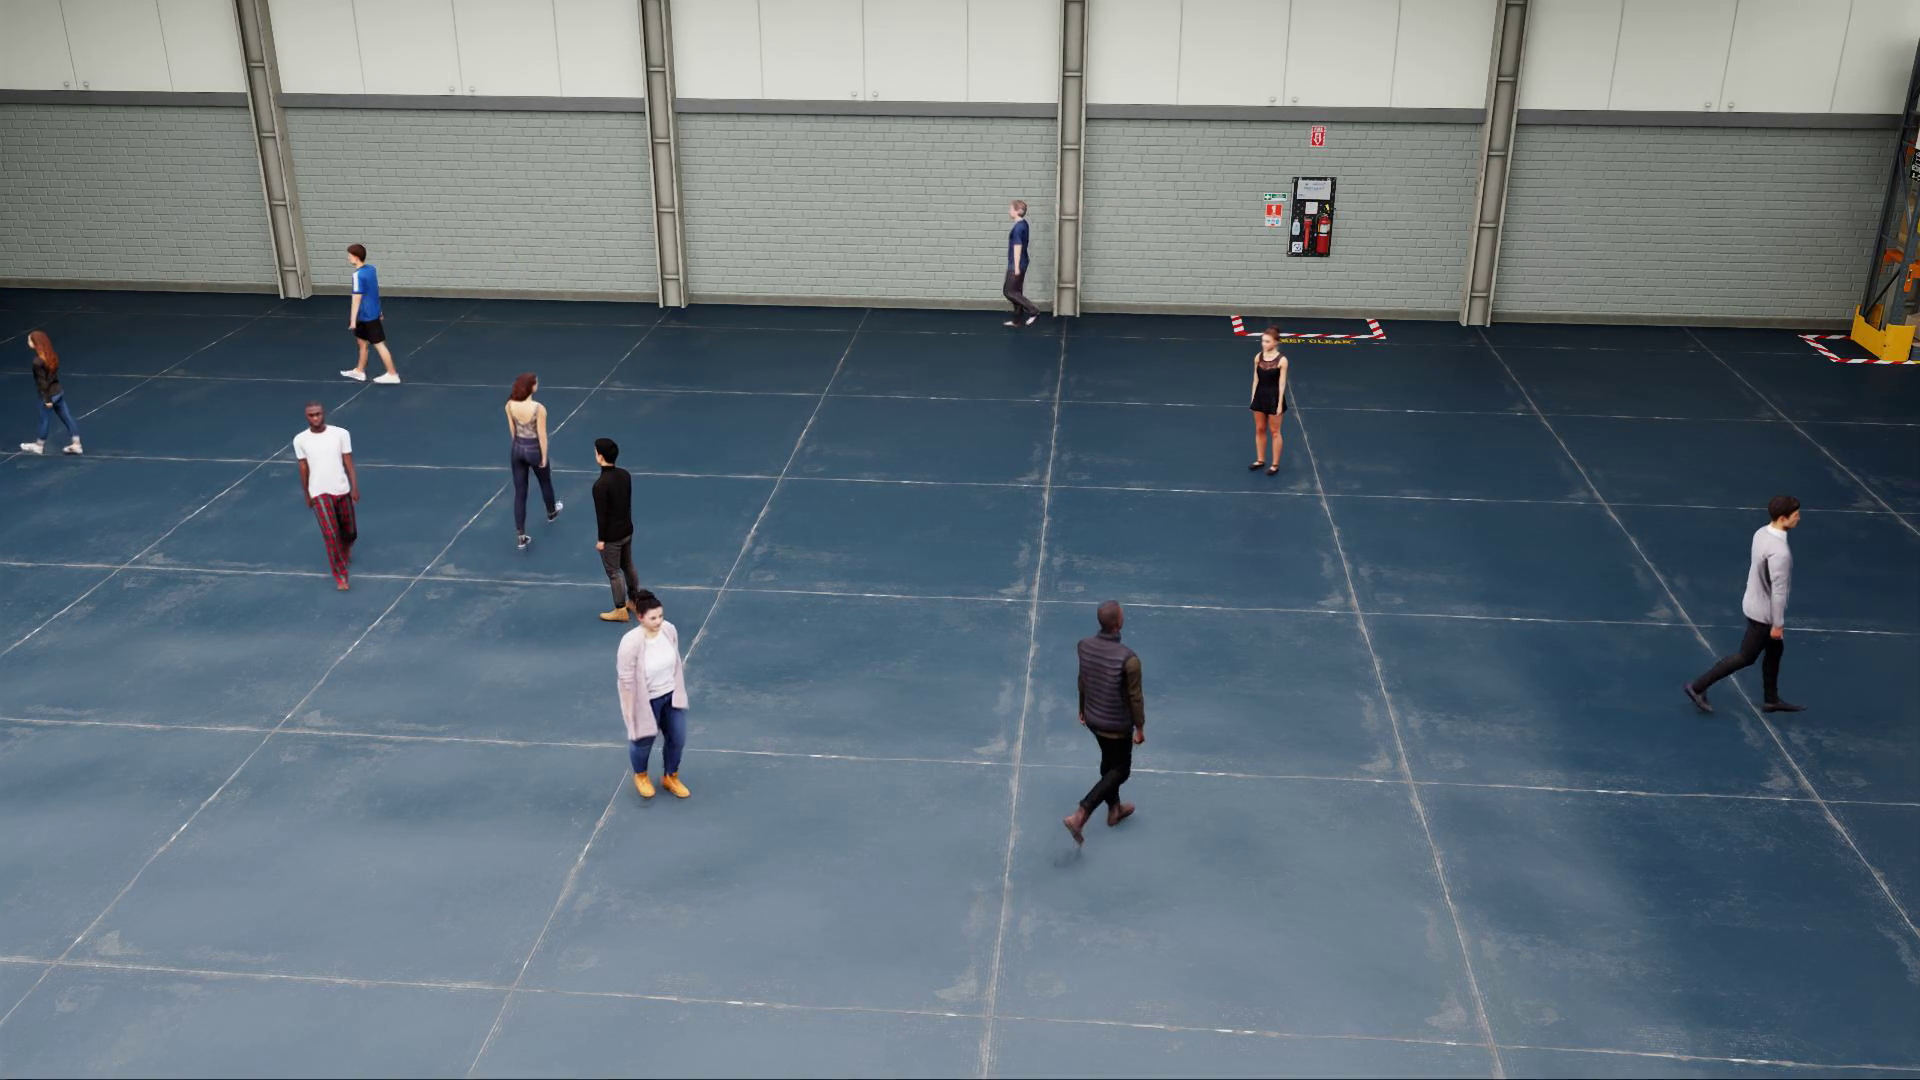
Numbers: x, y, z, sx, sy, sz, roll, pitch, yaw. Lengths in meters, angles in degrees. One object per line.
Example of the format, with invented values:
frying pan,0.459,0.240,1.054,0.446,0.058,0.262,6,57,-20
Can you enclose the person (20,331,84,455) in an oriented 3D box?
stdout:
person,-10.345,-1.668,19.054,0.881,1.456,0.618,0,23,1

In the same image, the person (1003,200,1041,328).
person,0.922,-3.951,23.908,0.825,1.858,0.723,5,24,12

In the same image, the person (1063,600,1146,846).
person,1.006,1.297,11.622,1.156,1.815,1.113,-21,31,-40

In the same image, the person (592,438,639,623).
person,-3.122,-0.100,15.027,0.647,1.722,0.709,10,25,21

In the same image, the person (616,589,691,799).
person,-2.278,1.115,12.175,0.847,1.719,0.902,-21,31,-40

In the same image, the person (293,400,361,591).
person,-5.962,-0.469,15.776,1.061,1.815,0.991,-8,24,-17

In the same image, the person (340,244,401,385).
person,-7.525,-2.894,21.450,1.065,1.837,0.800,-1,23,-3

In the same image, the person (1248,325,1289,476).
person,3.451,-1.570,18.536,0.672,1.680,0.751,20,30,38

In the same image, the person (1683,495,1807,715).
person,6.329,0.533,13.285,1.259,1.921,0.889,6,24,14

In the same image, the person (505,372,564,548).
person,-4.343,-0.763,16.611,1.176,1.702,0.721,3,23,8
